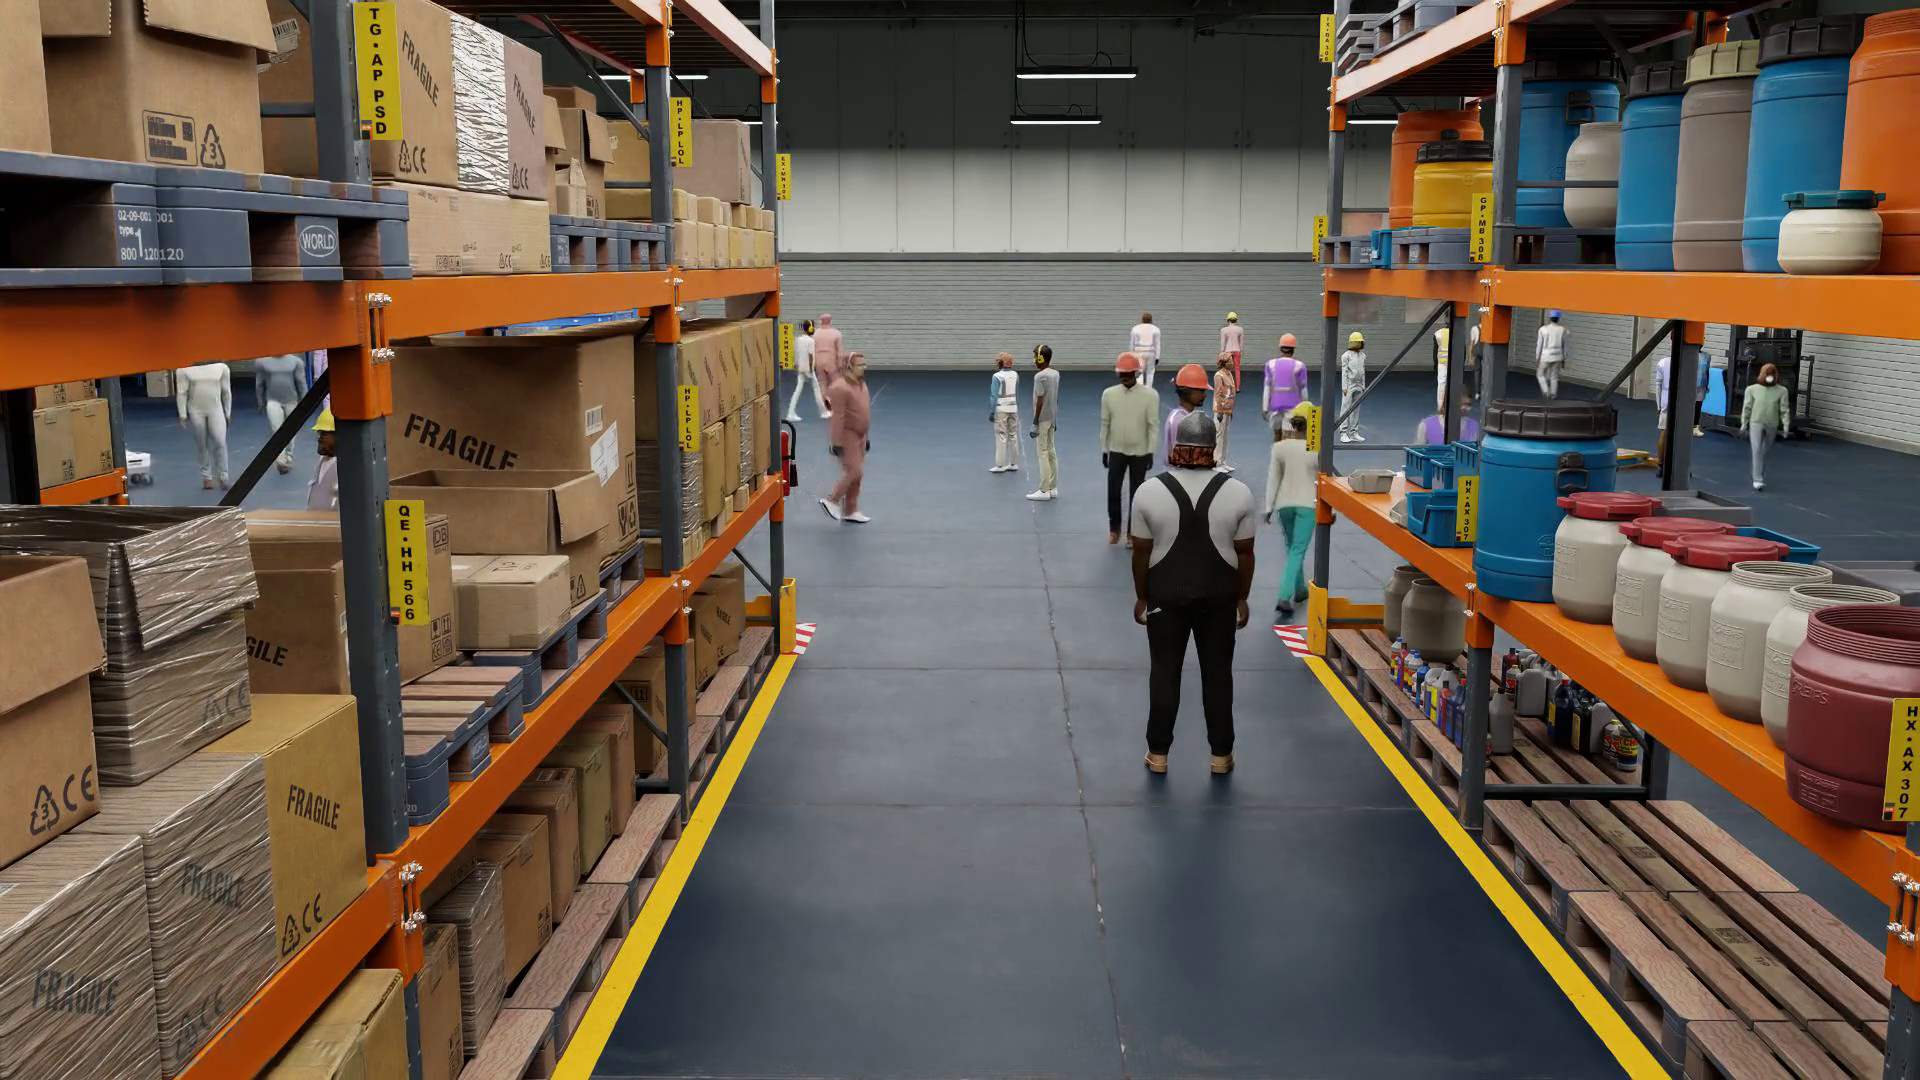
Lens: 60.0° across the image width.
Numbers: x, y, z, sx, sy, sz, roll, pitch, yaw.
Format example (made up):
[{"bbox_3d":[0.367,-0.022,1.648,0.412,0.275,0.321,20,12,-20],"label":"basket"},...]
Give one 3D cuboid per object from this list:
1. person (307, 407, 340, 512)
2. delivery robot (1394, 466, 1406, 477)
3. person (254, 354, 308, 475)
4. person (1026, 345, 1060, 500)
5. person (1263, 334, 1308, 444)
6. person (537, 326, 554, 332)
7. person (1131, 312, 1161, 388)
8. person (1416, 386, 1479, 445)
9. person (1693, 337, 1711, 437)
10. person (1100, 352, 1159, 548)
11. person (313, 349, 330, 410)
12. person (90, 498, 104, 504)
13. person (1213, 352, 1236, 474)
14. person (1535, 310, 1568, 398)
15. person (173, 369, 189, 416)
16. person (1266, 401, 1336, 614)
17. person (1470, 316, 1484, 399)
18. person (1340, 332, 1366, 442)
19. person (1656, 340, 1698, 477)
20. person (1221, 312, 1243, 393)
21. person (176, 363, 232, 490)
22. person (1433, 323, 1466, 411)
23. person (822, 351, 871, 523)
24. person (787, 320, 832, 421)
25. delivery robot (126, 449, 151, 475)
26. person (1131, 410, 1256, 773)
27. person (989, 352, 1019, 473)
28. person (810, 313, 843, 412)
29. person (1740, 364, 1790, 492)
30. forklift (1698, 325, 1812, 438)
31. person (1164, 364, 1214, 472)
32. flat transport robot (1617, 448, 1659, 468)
[{"bbox_3d":[-4.417,-0.030,11.834,0.596,1.835,0.404,9,13,43],"label":"person"},{"bbox_3d":[5.077,-0.605,18.961,0.477,0.478,0.707,-2,10,-12],"label":"delivery robot"},{"bbox_3d":[-9.224,-1.859,22.654,0.650,1.886,1.015,-5,10,-25],"label":"person"},{"bbox_3d":[1.012,-1.426,20.122,0.329,1.864,0.508,6,11,31],"label":"person"},{"bbox_3d":[4.372,-1.799,22.273,0.568,1.886,0.970,4,10,20],"label":"person"},{"bbox_3d":[-10.230,-4.922,41.035,1.001,1.880,0.607,5,11,29],"label":"person"},{"bbox_3d":[3.886,-3.861,34.849,0.623,1.820,0.824,1,10,5],"label":"person"},{"bbox_3d":[4.180,-0.406,14.169,0.577,1.809,0.705,-3,10,-18],"label":"person"},{"bbox_3d":[12.063,-2.543,27.303,0.541,1.696,0.315,-2,10,-9],"label":"person"},{"bbox_3d":[1.683,-0.886,16.583,0.612,1.970,0.539,2,10,14],"label":"person"},{"bbox_3d":[-10.804,-2.836,28.433,0.409,1.909,0.639,5,11,25],"label":"person"},{"bbox_3d":[-9.712,-1.082,18.065,1.029,1.865,0.585,5,11,25],"label":"person"},{"bbox_3d":[3.587,-1.735,22.634,0.306,1.640,0.523,4,10,24],"label":"person"},{"bbox_3d":[11.715,-3.605,32.959,0.646,1.930,0.445,0,9,-1],"label":"person"},{"bbox_3d":[-14.277,-3.241,30.973,0.915,1.863,0.555,4,10,22],"label":"person"},{"bbox_3d":[2.783,-0.277,13.672,0.542,1.720,0.916,7,12,37],"label":"person"},{"bbox_3d":[11.016,-3.901,35.064,0.534,1.820,0.751,4,10,22],"label":"person"},{"bbox_3d":[6.299,-2.445,26.573,0.487,1.746,0.289,-6,11,-32],"label":"person"},{"bbox_3d":[9.523,-1.798,22.109,0.351,1.942,0.545,-8,13,-41],"label":"person"},{"bbox_3d":[5.965,-4.119,36.539,0.523,1.769,0.316,-2,10,-10],"label":"person"},{"bbox_3d":[-9.424,-1.554,20.787,0.647,1.899,0.927,-5,11,-27],"label":"person"},{"bbox_3d":[9.449,-3.414,32.088,0.619,1.845,0.430,5,11,30],"label":"person"},{"bbox_3d":[-1.181,-1.121,18.233,0.442,1.892,0.645,3,10,20],"label":"person"},{"bbox_3d":[-2.757,-3.083,30.205,0.980,1.820,0.513,-9,13,-43],"label":"person"},{"bbox_3d":[-10.706,-0.975,21.172,0.477,0.478,0.707,7,12,35],"label":"delivery robot"},{"bbox_3d":[1.299,0.305,9.347,0.687,2.000,0.538,1,10,6],"label":"person"},{"bbox_3d":[0.612,-1.739,22.678,0.310,1.635,0.522,8,13,41],"label":"person"},{"bbox_3d":[-2.528,-3.331,31.434,0.651,1.894,0.525,2,10,13],"label":"person"},{"bbox_3d":[10.052,-1.397,20.739,0.522,1.581,0.844,2,10,12],"label":"person"},{"bbox_3d":[13.248,-3.165,27.620,1.129,2.768,1.873,0,9,1],"label":"forklift"},{"bbox_3d":[1.830,-0.391,13.387,0.392,2.039,0.614,1,10,6],"label":"person"},{"bbox_3d":[9.067,-1.127,23.211,1.431,0.197,0.652,-7,12,-36],"label":"flat transport robot"}]
